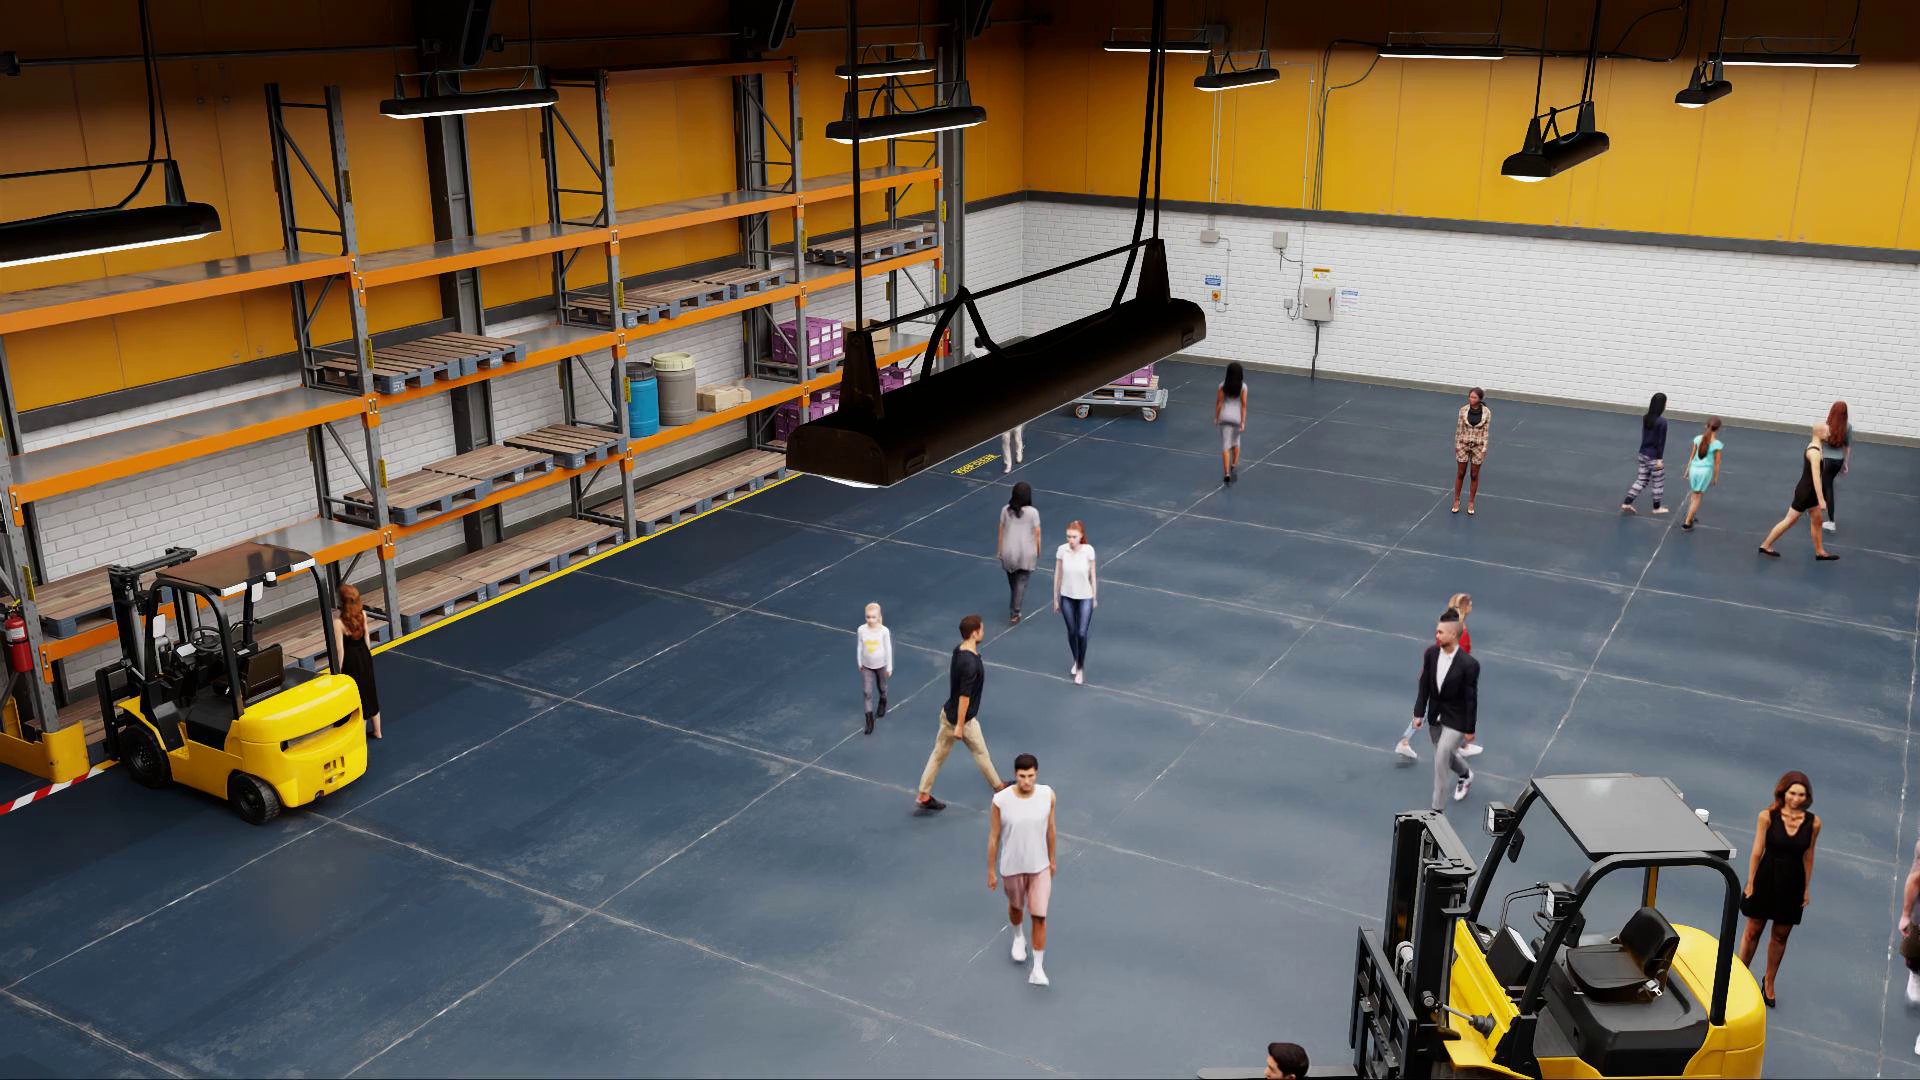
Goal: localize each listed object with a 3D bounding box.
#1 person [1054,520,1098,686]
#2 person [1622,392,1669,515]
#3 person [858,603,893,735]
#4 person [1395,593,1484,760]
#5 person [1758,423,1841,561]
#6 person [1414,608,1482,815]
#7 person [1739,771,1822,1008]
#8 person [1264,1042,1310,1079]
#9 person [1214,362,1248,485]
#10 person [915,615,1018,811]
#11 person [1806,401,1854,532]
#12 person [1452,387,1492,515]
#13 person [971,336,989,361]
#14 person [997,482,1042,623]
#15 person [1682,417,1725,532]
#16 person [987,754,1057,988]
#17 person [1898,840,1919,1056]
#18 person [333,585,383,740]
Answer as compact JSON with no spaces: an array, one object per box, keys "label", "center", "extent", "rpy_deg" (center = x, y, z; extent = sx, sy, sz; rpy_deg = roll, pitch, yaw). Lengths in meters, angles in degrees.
[{"label":"person","center":[1.240,0.601,17.484],"extent":[0.714,1.718,0.886],"rpy_deg":[5,19,14]},{"label":"person","center":[9.389,-1.163,22.726],"extent":[1.020,1.714,0.961],"rpy_deg":[-5,19,-15]},{"label":"person","center":[-0.829,1.210,16.388],"extent":[0.742,1.262,0.954],"rpy_deg":[1,19,4]},{"label":"person","center":[4.448,1.312,15.455],"extent":[1.171,1.664,1.091],"rpy_deg":[-6,19,-17]},{"label":"person","center":[10.525,-0.574,20.888],"extent":[0.712,1.771,1.072],"rpy_deg":[10,21,26]},{"label":"person","center":[4.307,1.512,14.483],"extent":[1.300,1.906,1.037],"rpy_deg":[-14,23,-35]},{"label":"person","center":[5.772,2.472,11.745],"extent":[0.640,1.835,0.622],"rpy_deg":[4,19,12]},{"label":"person","center":[1.732,3.457,8.996],"extent":[0.762,1.722,0.679],"rpy_deg":[-3,19,-9]},{"label":"person","center":[3.937,-1.663,24.181],"extent":[0.895,1.733,1.190],"rpy_deg":[2,19,7]},{"label":"person","center":[-0.084,1.570,14.490],"extent":[1.279,1.792,1.175],"rpy_deg":[-6,19,-17]},{"label":"person","center":[11.604,-0.951,22.138],"extent":[0.952,1.688,1.218],"rpy_deg":[1,19,3]},{"label":"person","center":[7.011,-1.235,22.817],"extent":[0.622,1.792,0.594],"rpy_deg":[7,20,19]},{"label":"person","center":[0.325,-2.876,28.527],"extent":[0.553,1.258,0.600],"rpy_deg":[-1,19,-4]},{"label":"person","center":[0.655,0.163,19.030],"extent":[0.746,1.561,1.090],"rpy_deg":[7,20,19]},{"label":"person","center":[9.821,-0.855,22.101],"extent":[0.761,1.530,0.684],"rpy_deg":[-17,25,-41]},{"label":"person","center":[0.471,2.346,12.257],"extent":[1.014,1.746,1.168],"rpy_deg":[-1,19,-2]},{"label":"person","center":[6.706,2.554,11.383],"extent":[0.671,1.822,1.123],"rpy_deg":[12,22,32]},{"label":"person","center":[-5.762,1.192,15.873],"extent":[0.630,1.625,0.517],"rpy_deg":[9,21,24]}]
